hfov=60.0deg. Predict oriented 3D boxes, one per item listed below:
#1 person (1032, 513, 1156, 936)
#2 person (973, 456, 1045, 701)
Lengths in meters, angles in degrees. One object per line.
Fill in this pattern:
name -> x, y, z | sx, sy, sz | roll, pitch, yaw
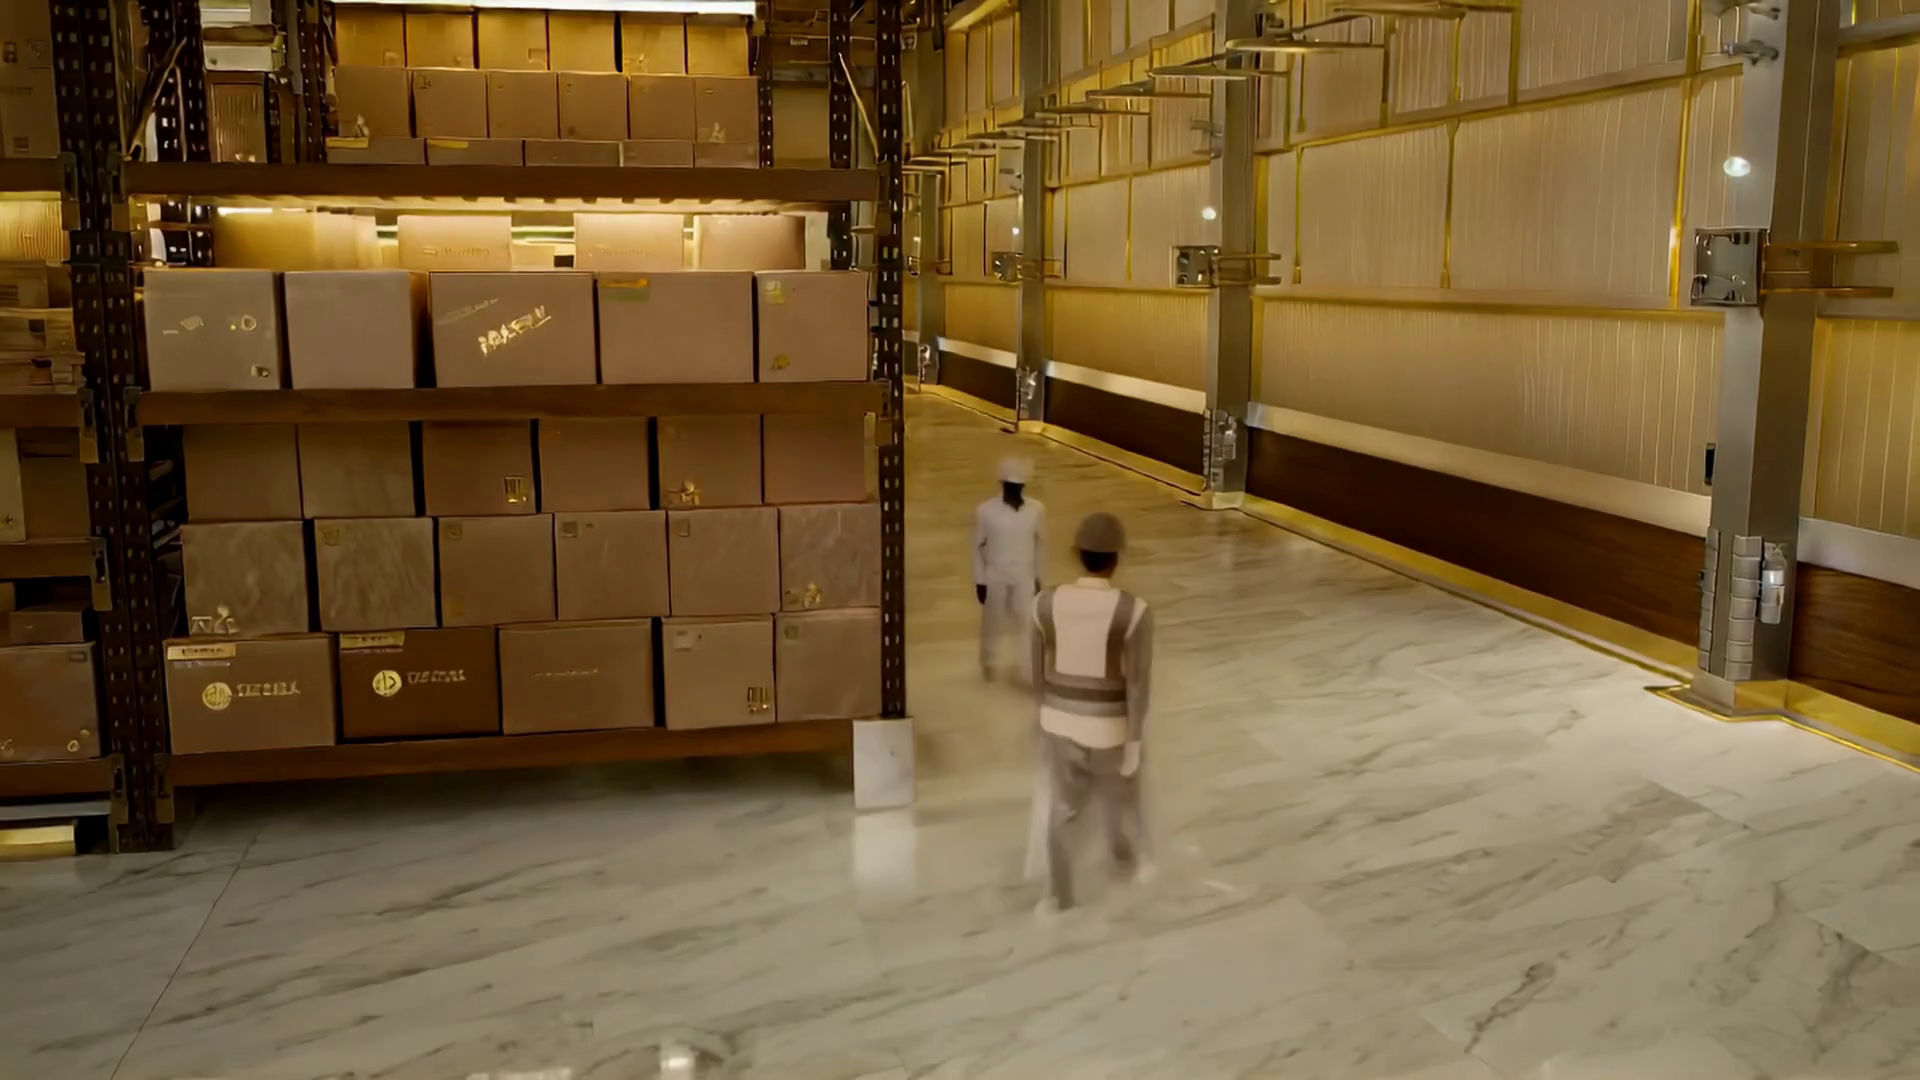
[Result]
person -> 0.642, 0.821, 7.725 | 0.611, 1.916, 0.822 | 4, 10, 24
person -> 0.345, 0.239, 11.911 | 0.580, 1.709, 0.900 | -4, 10, -21
